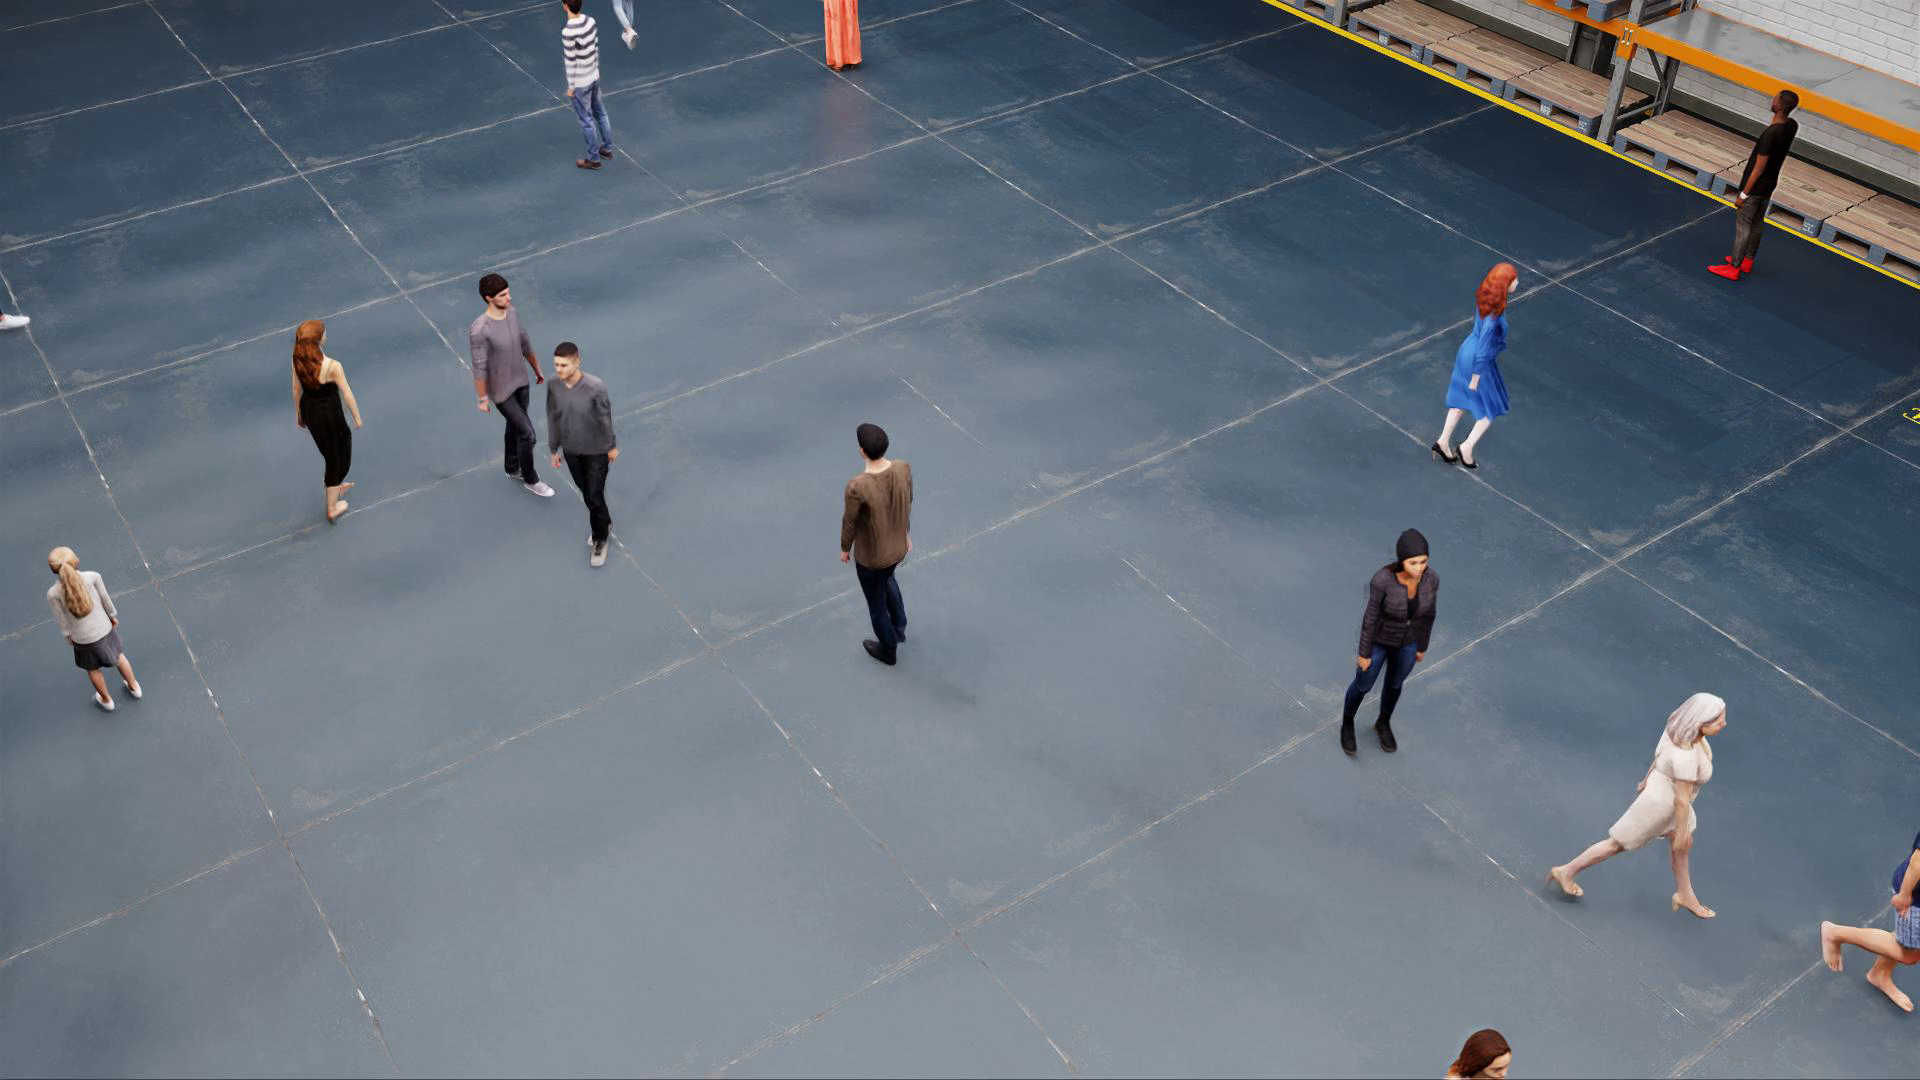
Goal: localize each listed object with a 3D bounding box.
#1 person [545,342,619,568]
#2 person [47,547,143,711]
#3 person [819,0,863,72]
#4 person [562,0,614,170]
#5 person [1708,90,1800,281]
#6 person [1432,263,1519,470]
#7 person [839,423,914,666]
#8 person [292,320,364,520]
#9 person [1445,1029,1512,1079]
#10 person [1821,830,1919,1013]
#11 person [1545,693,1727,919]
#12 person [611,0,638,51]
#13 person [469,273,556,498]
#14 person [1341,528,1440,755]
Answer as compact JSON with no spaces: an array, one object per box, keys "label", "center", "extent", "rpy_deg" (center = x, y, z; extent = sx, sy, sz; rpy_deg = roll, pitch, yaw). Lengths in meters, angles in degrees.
[{"label":"person","center":[-2.692,-0.712,12.089],"extent":[0.858,1.746,0.911],"rpy_deg":[9,40,11]},{"label":"person","center":[-5.682,0.569,10.862],"extent":[0.533,1.275,0.554],"rpy_deg":[-32,48,-33]},{"label":"person","center":[-1.378,-6.273,19.007],"extent":[0.683,1.803,0.651],"rpy_deg":[-14,41,-17]},{"label":"person","center":[-3.843,-4.729,17.034],"extent":[0.713,1.853,0.721],"rpy_deg":[16,41,19]},{"label":"person","center":[7.322,-3.250,15.220],"extent":[0.655,1.805,0.522],"rpy_deg":[-26,45,-29]},{"label":"person","center":[3.887,-1.325,12.803],"extent":[0.873,1.813,0.815],"rpy_deg":[4,39,5]},{"label":"person","center":[-0.473,0.086,10.987],"extent":[0.689,1.875,0.651],"rpy_deg":[-32,48,-33]},{"label":"person","center":[-4.782,-0.874,12.411],"extent":[0.768,1.598,0.818],"rpy_deg":[11,40,14]},{"label":"person","center":[2.375,2.791,7.913],"extent":[0.549,1.484,0.464],"rpy_deg":[-25,45,-28]},{"label":"person","center":[5.107,1.782,8.897],"extent":[0.624,1.833,0.793],"rpy_deg":[-22,44,-25]},{"label":"person","center":[3.837,1.514,9.352],"extent":[1.241,1.683,1.103],"rpy_deg":[11,40,13]},{"label":"person","center":[-3.944,-6.554,19.451],"extent":[0.731,1.689,0.962],"rpy_deg":[-15,41,-18]},{"label":"person","center":[-3.508,-1.195,12.624],"extent":[0.966,1.834,0.913],"rpy_deg":[13,40,16]},{"label":"person","center":[2.680,0.641,10.399],"extent":[0.706,1.741,0.722],"rpy_deg":[-4,39,-5]}]
